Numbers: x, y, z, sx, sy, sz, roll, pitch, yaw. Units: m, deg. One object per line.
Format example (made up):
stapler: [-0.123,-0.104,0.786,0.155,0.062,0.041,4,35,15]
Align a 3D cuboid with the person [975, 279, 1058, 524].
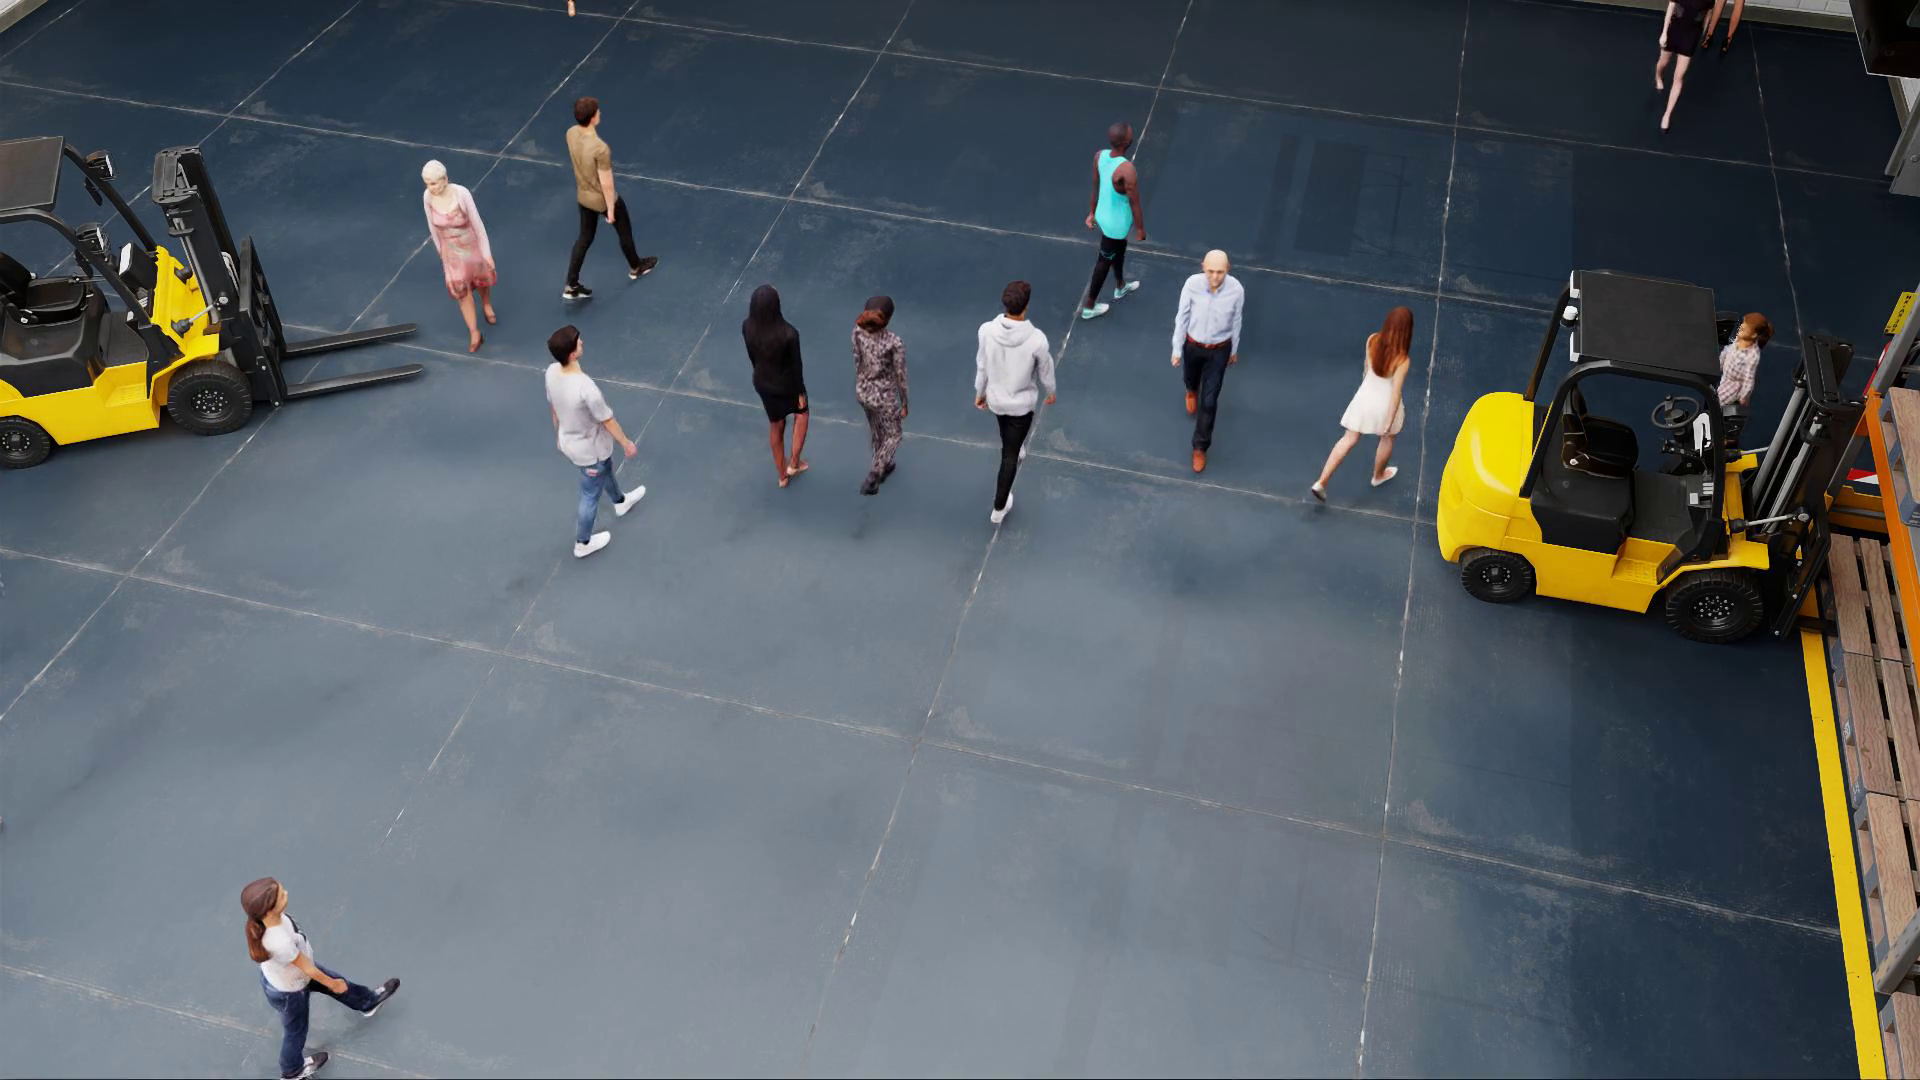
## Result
person: [0.345,-0.941,11.921,0.756,1.868,1.212,13,45,13]

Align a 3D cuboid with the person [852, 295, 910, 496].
person: [-0.630,-0.998,12.103,0.703,1.699,0.883,16,46,17]

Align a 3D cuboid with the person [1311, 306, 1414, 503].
person: [2.959,-0.951,12.065,1.147,1.684,0.956,-31,52,-28]

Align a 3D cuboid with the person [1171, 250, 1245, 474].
person: [1.853,-1.476,12.563,0.729,1.758,1.222,7,44,7]

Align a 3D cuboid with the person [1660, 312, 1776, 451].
person: [5.917,-1.165,12.587,0.748,1.275,0.880,-1,44,-1]

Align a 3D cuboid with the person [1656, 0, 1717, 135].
person: [7.017,-4.955,16.191,0.607,1.789,1.115,12,45,12]

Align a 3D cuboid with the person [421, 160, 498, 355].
person: [-4.073,-2.442,13.651,0.878,1.656,1.051,-10,44,-10]

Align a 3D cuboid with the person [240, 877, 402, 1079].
person: [-3.565,2.348,8.716,1.040,1.527,0.922,-26,50,-25]

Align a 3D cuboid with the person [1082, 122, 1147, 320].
person: [1.182,-2.589,13.709,1.015,1.789,0.948,-23,48,-22]

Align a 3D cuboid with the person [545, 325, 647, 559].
person: [-2.678,-0.639,11.610,1.124,1.860,0.978,-33,53,-30]

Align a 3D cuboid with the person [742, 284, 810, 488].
person: [-1.383,-1.065,12.174,0.655,1.700,0.626,16,46,16]

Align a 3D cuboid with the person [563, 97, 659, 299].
person: [-3.114,-2.826,13.936,1.002,1.818,1.317,28,50,26]
